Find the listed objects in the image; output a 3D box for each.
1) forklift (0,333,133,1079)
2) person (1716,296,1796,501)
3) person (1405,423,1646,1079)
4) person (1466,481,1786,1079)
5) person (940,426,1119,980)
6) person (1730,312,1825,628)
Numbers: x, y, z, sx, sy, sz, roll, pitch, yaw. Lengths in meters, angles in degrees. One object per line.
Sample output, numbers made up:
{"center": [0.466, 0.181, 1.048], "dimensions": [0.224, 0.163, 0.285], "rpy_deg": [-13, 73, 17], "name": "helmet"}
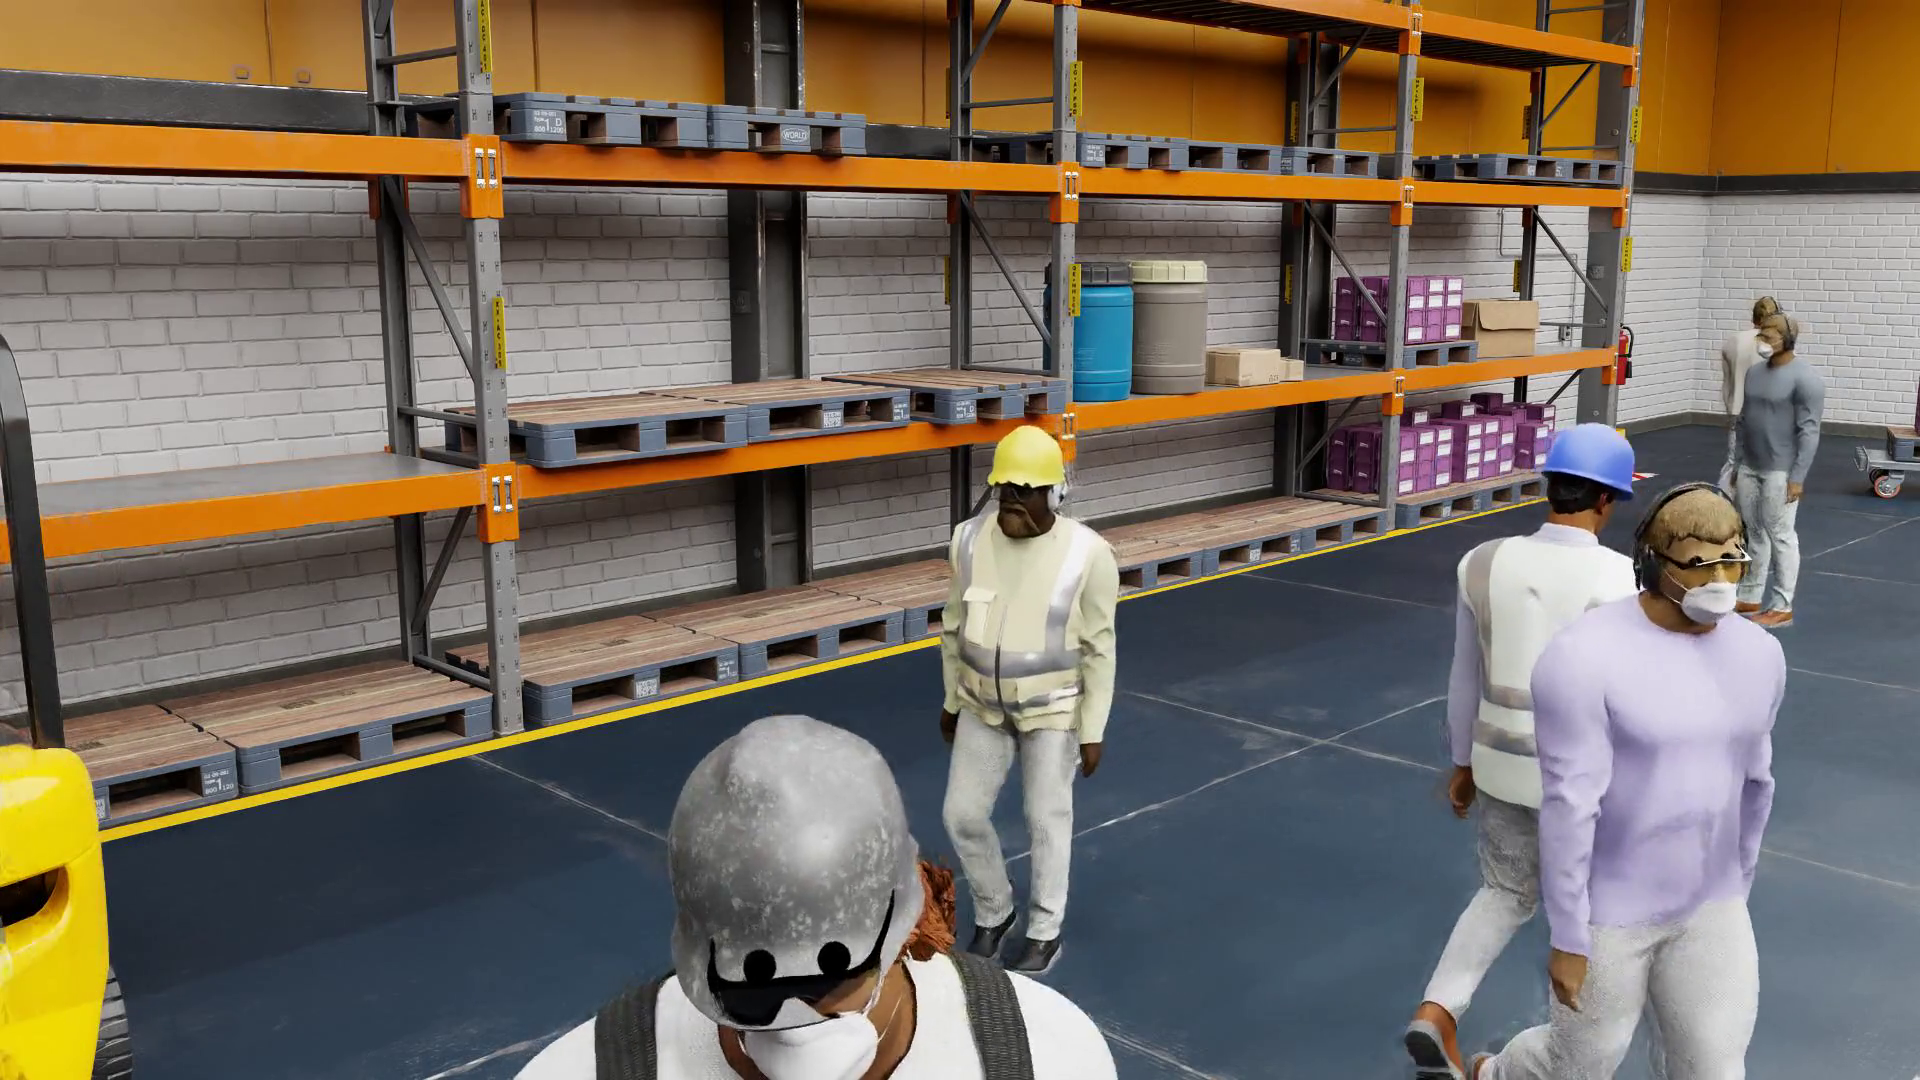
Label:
{"center": [-3.289, 0.485, 4.582], "dimensions": [1.214, 2.155, 2.313], "rpy_deg": [-10, 14, -44], "name": "forklift"}
{"center": [6.283, -0.955, 13.162], "dimensions": [0.368, 1.933, 0.628], "rpy_deg": [-5, 12, -26], "name": "person"}
{"center": [1.559, 0.646, 4.483], "dimensions": [0.683, 1.909, 0.632], "rpy_deg": [-9, 14, -40], "name": "person"}
{"center": [1.499, 0.785, 3.745], "dimensions": [0.620, 1.910, 0.870], "rpy_deg": [-2, 11, -13], "name": "person"}
{"center": [0.190, 0.538, 5.317], "dimensions": [0.623, 1.814, 0.472], "rpy_deg": [5, 11, 25], "name": "person"}
{"center": [5.000, -0.428, 10.259], "dimensions": [0.354, 1.937, 0.634], "rpy_deg": [-2, 11, -11], "name": "person"}
